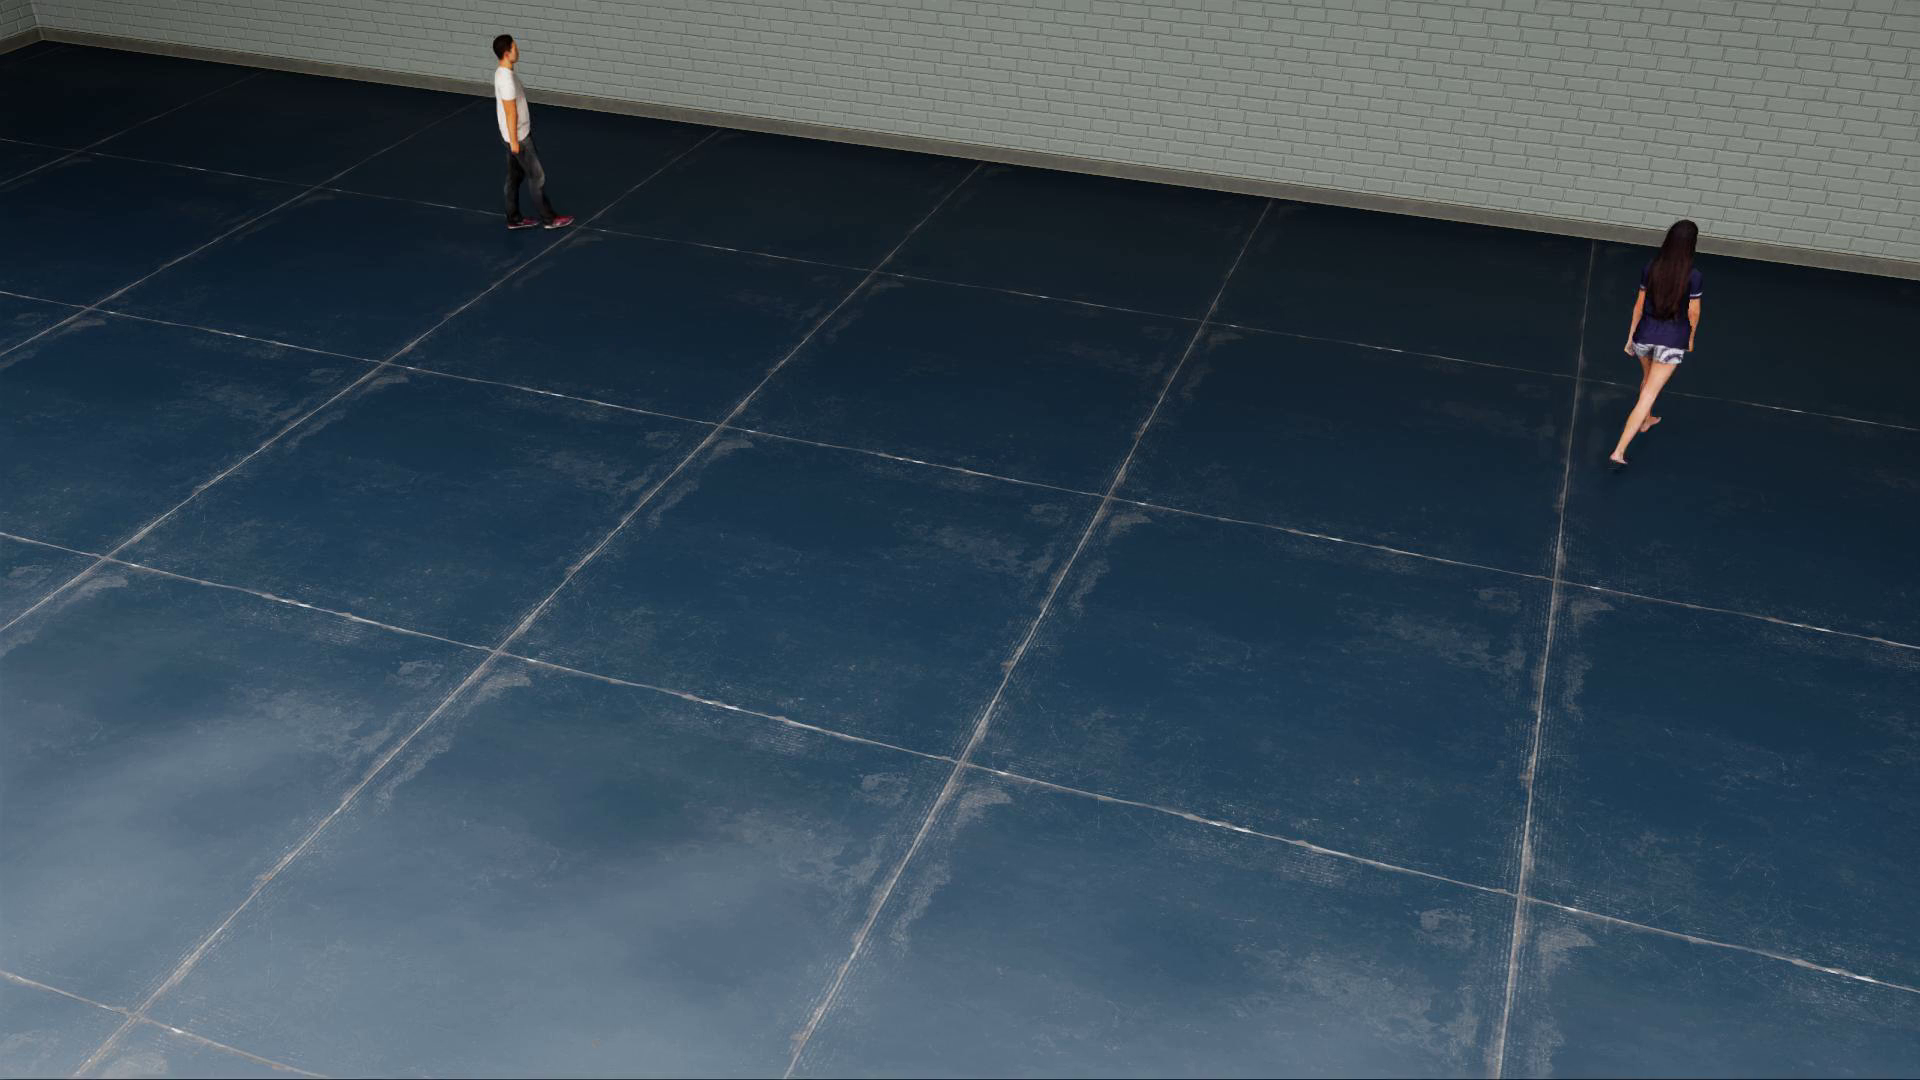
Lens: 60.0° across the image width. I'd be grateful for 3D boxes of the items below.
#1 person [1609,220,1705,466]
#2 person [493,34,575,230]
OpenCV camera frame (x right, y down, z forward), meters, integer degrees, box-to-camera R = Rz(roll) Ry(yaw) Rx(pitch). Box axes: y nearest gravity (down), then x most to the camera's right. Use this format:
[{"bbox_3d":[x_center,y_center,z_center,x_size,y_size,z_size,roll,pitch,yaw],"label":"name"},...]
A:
[{"bbox_3d":[4.844,-1.330,11.597,0.913,1.723,1.221,28,42,36],"label":"person"},{"bbox_3d":[-4.122,-3.677,15.144,0.985,1.791,0.938,-10,34,-15],"label":"person"}]
